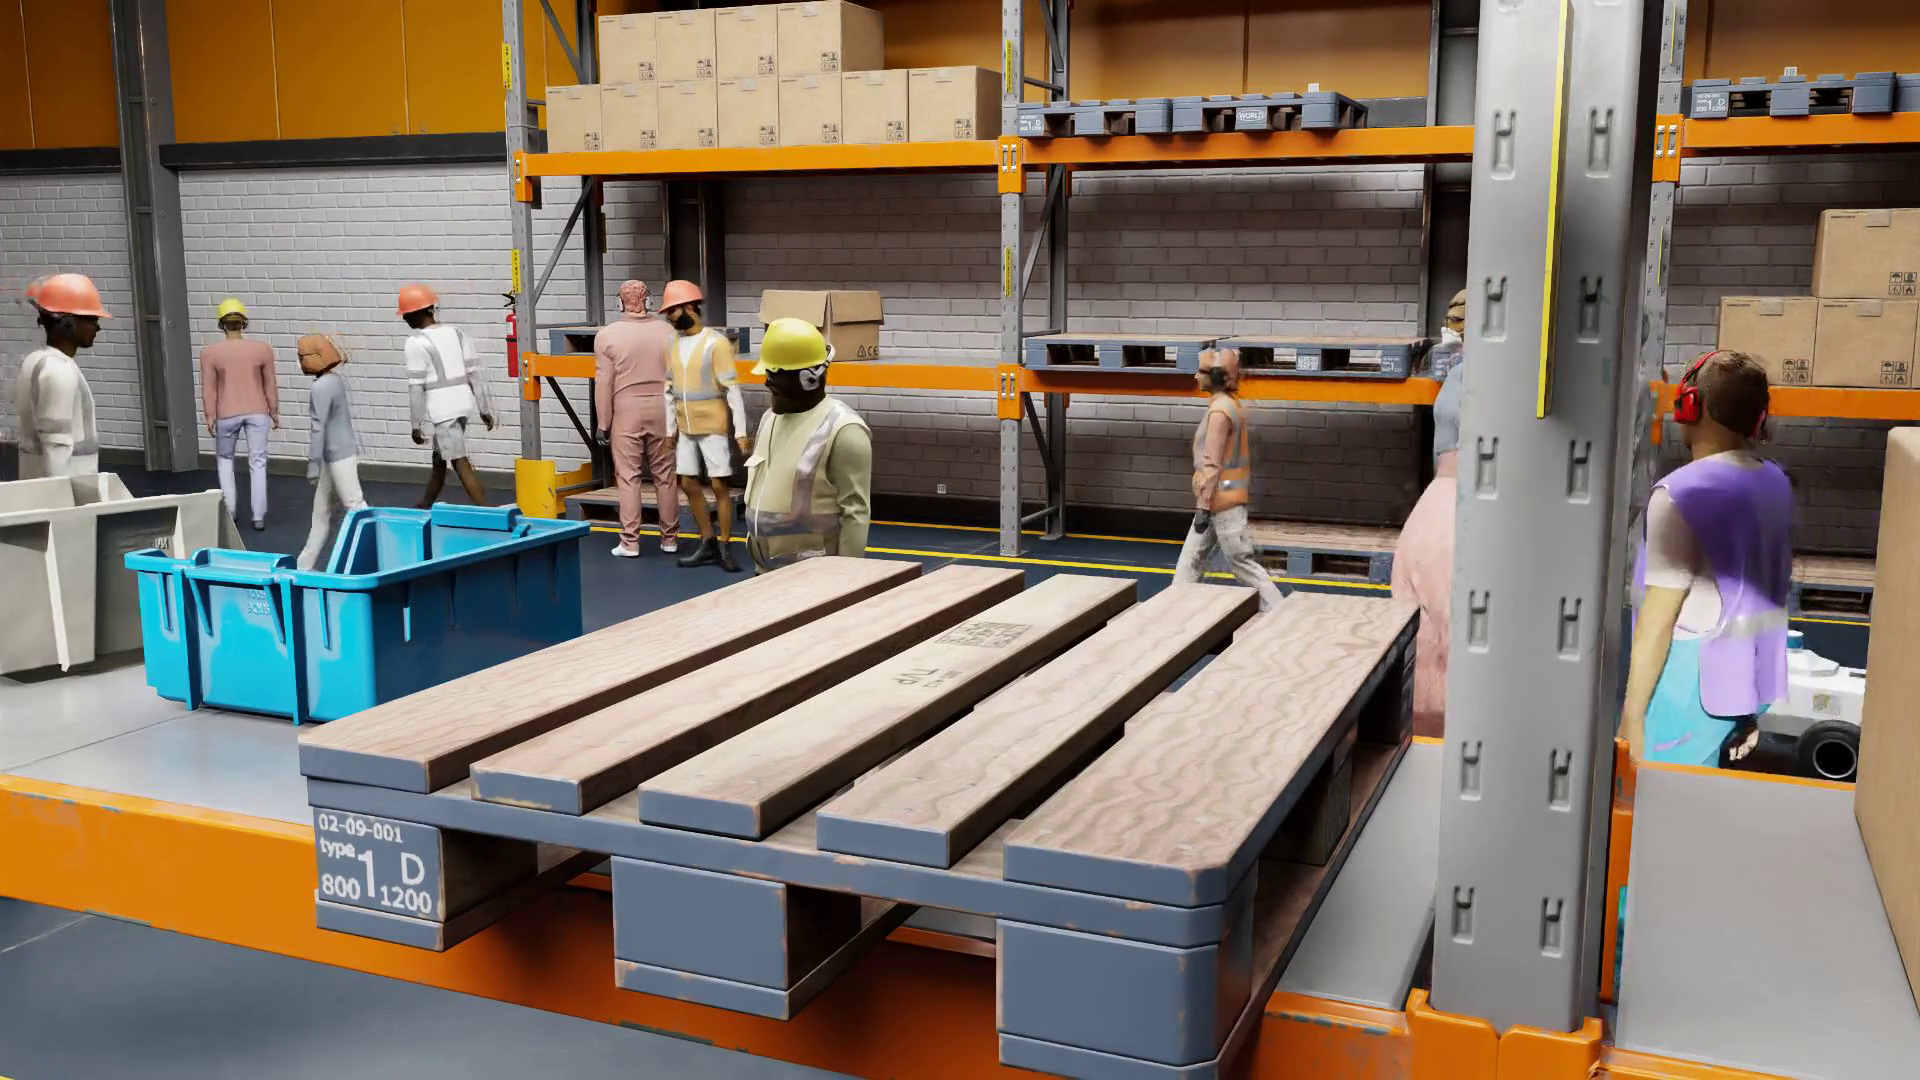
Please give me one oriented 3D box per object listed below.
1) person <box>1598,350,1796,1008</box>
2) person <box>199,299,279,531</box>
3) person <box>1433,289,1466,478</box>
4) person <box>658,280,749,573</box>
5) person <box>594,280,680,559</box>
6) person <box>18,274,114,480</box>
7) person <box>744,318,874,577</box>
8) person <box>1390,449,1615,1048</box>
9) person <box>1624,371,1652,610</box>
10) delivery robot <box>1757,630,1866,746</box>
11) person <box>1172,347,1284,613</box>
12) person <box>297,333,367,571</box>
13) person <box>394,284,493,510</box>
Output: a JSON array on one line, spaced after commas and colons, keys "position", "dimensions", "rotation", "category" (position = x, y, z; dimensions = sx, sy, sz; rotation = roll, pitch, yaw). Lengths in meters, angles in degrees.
[{"position": [1.943, 0.420, 4.271], "dimensions": [0.611, 1.806, 0.844], "rotation": [-8, 13, -41], "category": "person"}, {"position": [-5.440, -0.940, 12.591], "dimensions": [0.544, 1.750, 0.567], "rotation": [-5, 11, -27], "category": "person"}, {"position": [2.034, -0.037, 6.601], "dimensions": [0.371, 1.940, 0.627], "rotation": [-1, 10, -7], "category": "person"}, {"position": [-1.672, -0.725, 10.830], "dimensions": [0.676, 1.915, 0.419], "rotation": [6, 11, 32], "category": "person"}, {"position": [-2.207, -0.824, 11.431], "dimensions": [0.642, 1.902, 0.399], "rotation": [-5, 11, -30], "category": "person"}, {"position": [-4.135, -0.230, 7.672], "dimensions": [1.110, 1.974, 0.623], "rotation": [-7, 12, -38], "category": "person"}, {"position": [-0.583, 0.102, 6.114], "dimensions": [0.403, 1.823, 0.586], "rotation": [-8, 13, -41], "category": "person"}, {"position": [1.168, 0.537, 3.395], "dimensions": [0.971, 1.862, 0.649], "rotation": [4, 10, 25], "category": "person"}, {"position": [3.087, -0.153, 7.630], "dimensions": [0.718, 1.845, 0.532], "rotation": [5, 11, 27], "category": "person"}, {"position": [3.285, 0.602, 6.627], "dimensions": [0.707, 0.478, 0.477], "rotation": [7, 12, 36], "category": "delivery robot"}, {"position": [1.383, -0.194, 8.567], "dimensions": [0.876, 1.598, 0.527], "rotation": [2, 10, 11], "category": "person"}, {"position": [-3.929, -0.506, 10.470], "dimensions": [0.842, 1.581, 0.508], "rotation": [-2, 10, -9], "category": "person"}, {"position": [-3.781, -0.929, 12.173], "dimensions": [0.977, 1.858, 0.614], "rotation": [4, 10, 21], "category": "person"}]
